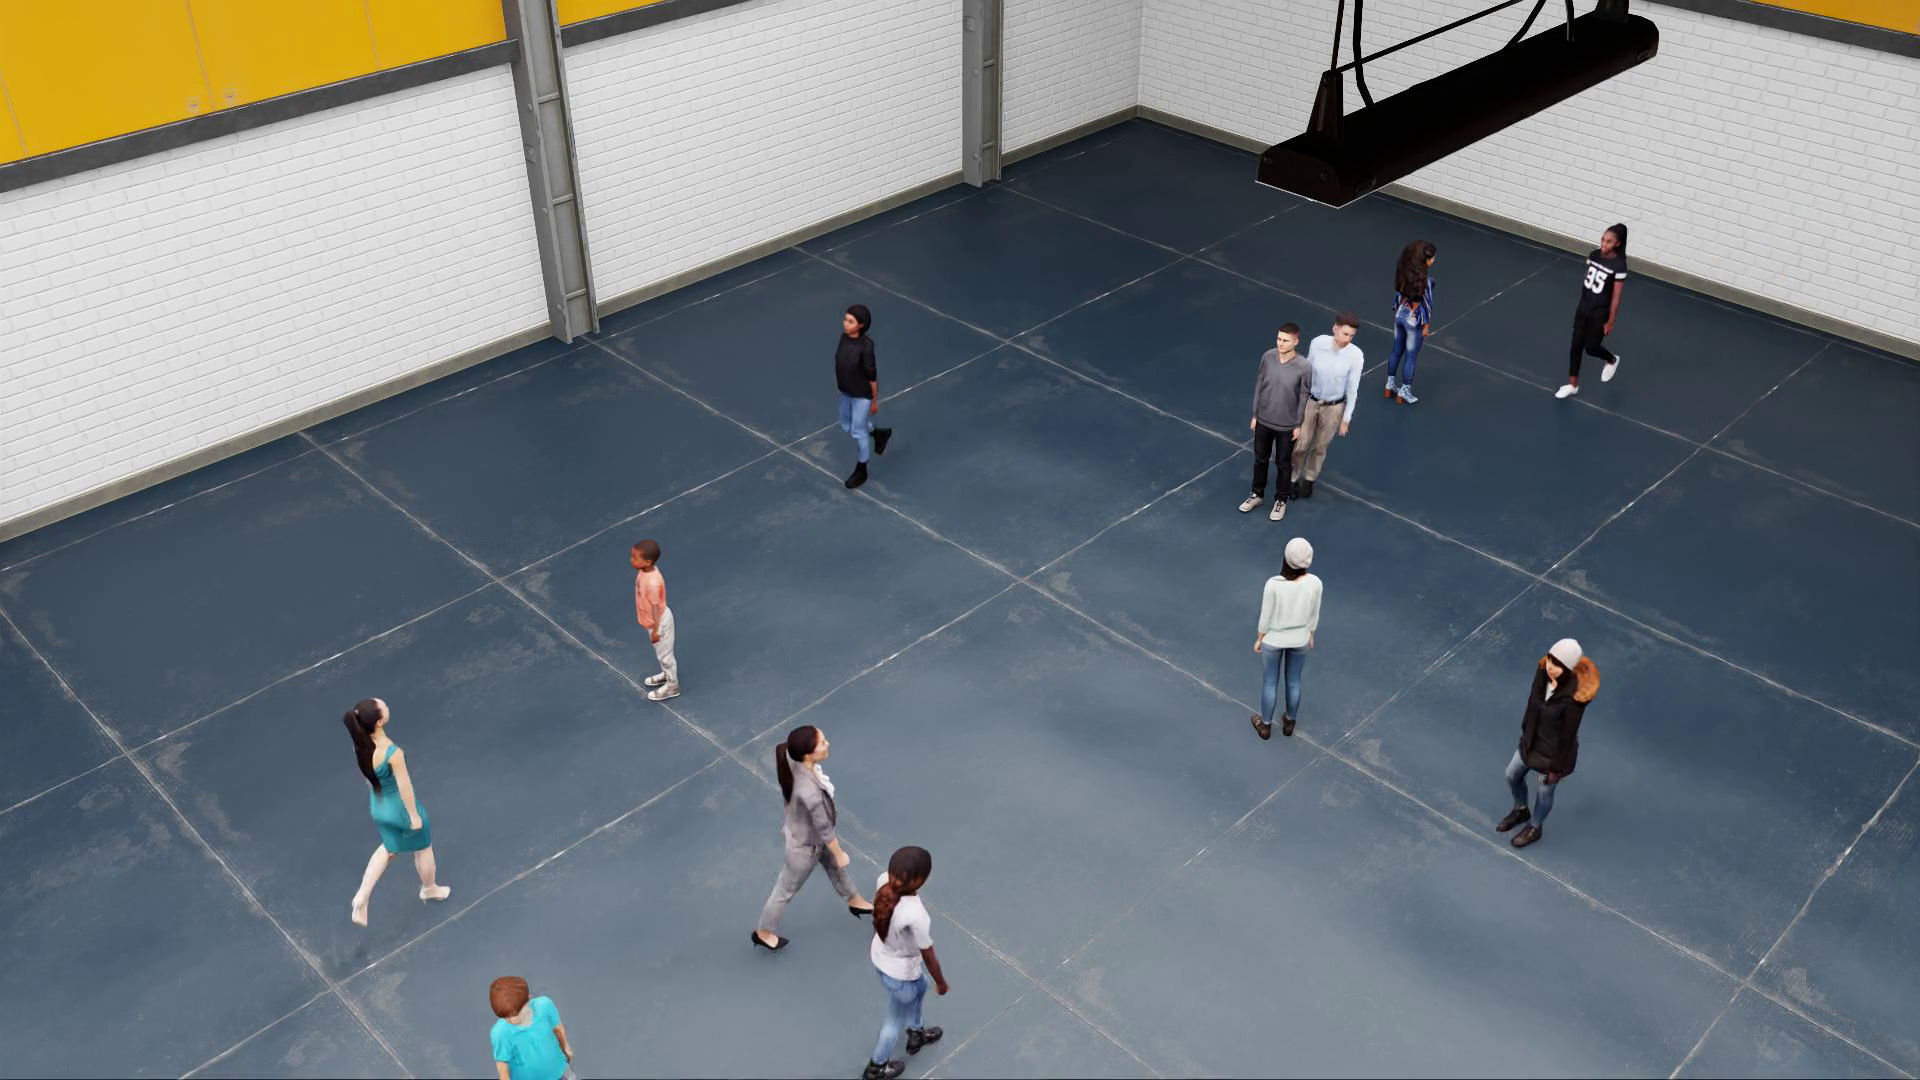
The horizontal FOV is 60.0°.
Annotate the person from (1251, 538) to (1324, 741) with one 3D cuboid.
[{"bbox_3d":[2.251,0.668,11.472,0.622,1.645,0.705,-4,34,-6],"label":"person"}]

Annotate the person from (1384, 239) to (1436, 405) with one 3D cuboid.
[{"bbox_3d":[4.224,-2.052,15.579,0.648,1.629,0.668,-16,37,-22],"label":"person"}]

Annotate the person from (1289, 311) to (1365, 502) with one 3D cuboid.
[{"bbox_3d":[3.045,-1.144,14.058,0.800,1.801,0.795,19,38,27],"label":"person"}]

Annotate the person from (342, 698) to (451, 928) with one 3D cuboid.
[{"bbox_3d":[-3.444,1.664,9.952,0.677,1.669,0.930,20,39,27],"label":"person"}]

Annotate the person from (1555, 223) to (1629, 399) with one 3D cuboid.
[{"bbox_3d":[6.034,-2.158,15.662,0.991,1.714,0.761,-17,37,-24],"label":"person"}]

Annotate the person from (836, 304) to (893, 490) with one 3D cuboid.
[{"bbox_3d":[-0.823,-1.278,14.370,0.572,1.677,0.850,28,43,35],"label":"person"}]

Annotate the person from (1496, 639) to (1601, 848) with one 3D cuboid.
[{"bbox_3d":[3.793,1.281,10.567,0.667,1.626,0.684,-17,37,-24],"label":"person"}]

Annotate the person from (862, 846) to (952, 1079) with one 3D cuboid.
[{"bbox_3d":[-0.396,2.330,8.925,0.857,1.696,0.728,-18,38,-25],"label":"person"}]

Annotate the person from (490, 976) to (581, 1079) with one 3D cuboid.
[{"bbox_3d":[-2.191,2.697,8.622,0.697,1.422,0.465,21,39,29],"label":"person"}]

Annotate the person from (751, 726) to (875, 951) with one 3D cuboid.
[{"bbox_3d":[-0.981,1.814,9.771,1.199,1.620,0.970,-9,35,-13],"label":"person"}]

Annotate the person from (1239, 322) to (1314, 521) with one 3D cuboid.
[{"bbox_3d":[2.655,-1.005,13.885,0.668,1.761,0.609,19,38,26],"label":"person"}]

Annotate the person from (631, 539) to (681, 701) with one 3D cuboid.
[{"bbox_3d":[-2.168,0.556,11.944,0.572,1.310,0.543,-12,35,-17],"label":"person"}]
